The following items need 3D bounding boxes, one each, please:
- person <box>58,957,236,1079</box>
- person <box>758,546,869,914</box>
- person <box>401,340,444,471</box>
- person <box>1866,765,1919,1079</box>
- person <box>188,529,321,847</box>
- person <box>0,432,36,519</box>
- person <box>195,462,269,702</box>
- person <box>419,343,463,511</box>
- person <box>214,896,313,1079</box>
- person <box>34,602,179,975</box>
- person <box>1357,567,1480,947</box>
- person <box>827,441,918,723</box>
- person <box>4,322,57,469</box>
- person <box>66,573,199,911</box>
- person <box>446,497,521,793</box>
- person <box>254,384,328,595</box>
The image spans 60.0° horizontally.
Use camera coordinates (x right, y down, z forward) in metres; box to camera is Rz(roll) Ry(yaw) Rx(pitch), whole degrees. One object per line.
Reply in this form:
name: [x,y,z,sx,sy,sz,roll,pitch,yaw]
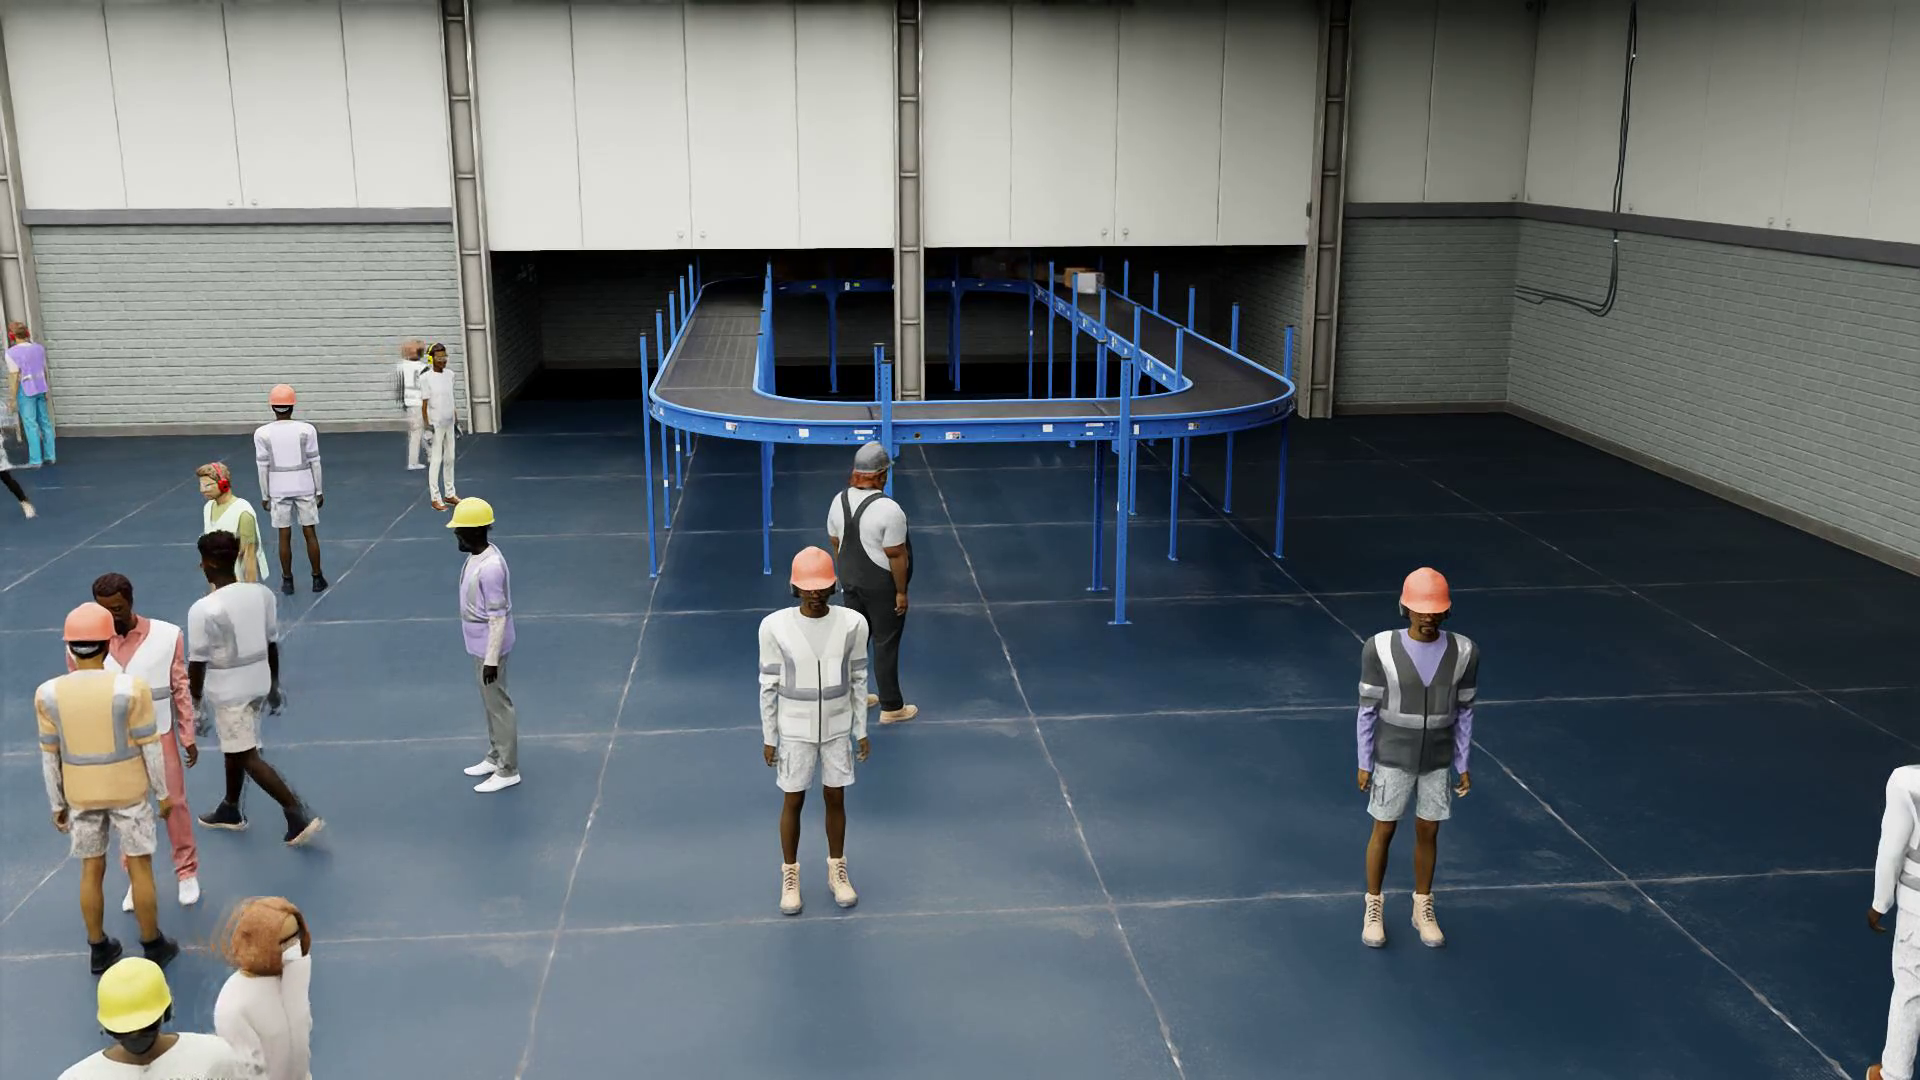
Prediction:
person: [-2.509,2.118,5.239,0.526,1.768,0.331,-8,16,-30]
person: [-0.779,1.026,9.044,0.606,2.044,0.373,-4,15,-15]
person: [-6.694,-1.701,20.830,0.541,1.608,0.754,11,18,38]
person: [4.240,1.576,7.168,0.576,1.883,0.362,4,15,17]
person: [-4.242,0.884,9.862,0.952,1.931,0.618,4,15,17]
person: [-10.476,-1.027,18.051,0.571,1.664,0.557,9,17,32]
person: [-5.356,0.317,12.315,0.580,1.830,0.401,11,18,37]
person: [-5.778,-1.272,18.590,0.314,1.869,0.535,7,16,27]
person: [-2.471,2.017,6.007,0.836,1.584,0.486,5,15,20]
person: [-4.278,1.255,8.361,0.550,1.930,0.377,-2,14,-6]
person: [2.363,1.130,8.629,0.610,2.043,0.375,0,14,0]
person: [-0.589,0.289,11.998,0.682,2.000,0.537,12,19,40]
person: [-11.606,-1.801,20.765,0.396,1.841,0.565,4,15,15]
person: [-4.502,1.085,9.096,0.599,1.907,0.401,-5,15,-18]
person: [-3.058,0.667,10.715,0.368,1.928,0.585,-6,15,-24]
person: [-6.110,-0.460,15.203,0.543,1.939,0.360,-5,15,-19]
